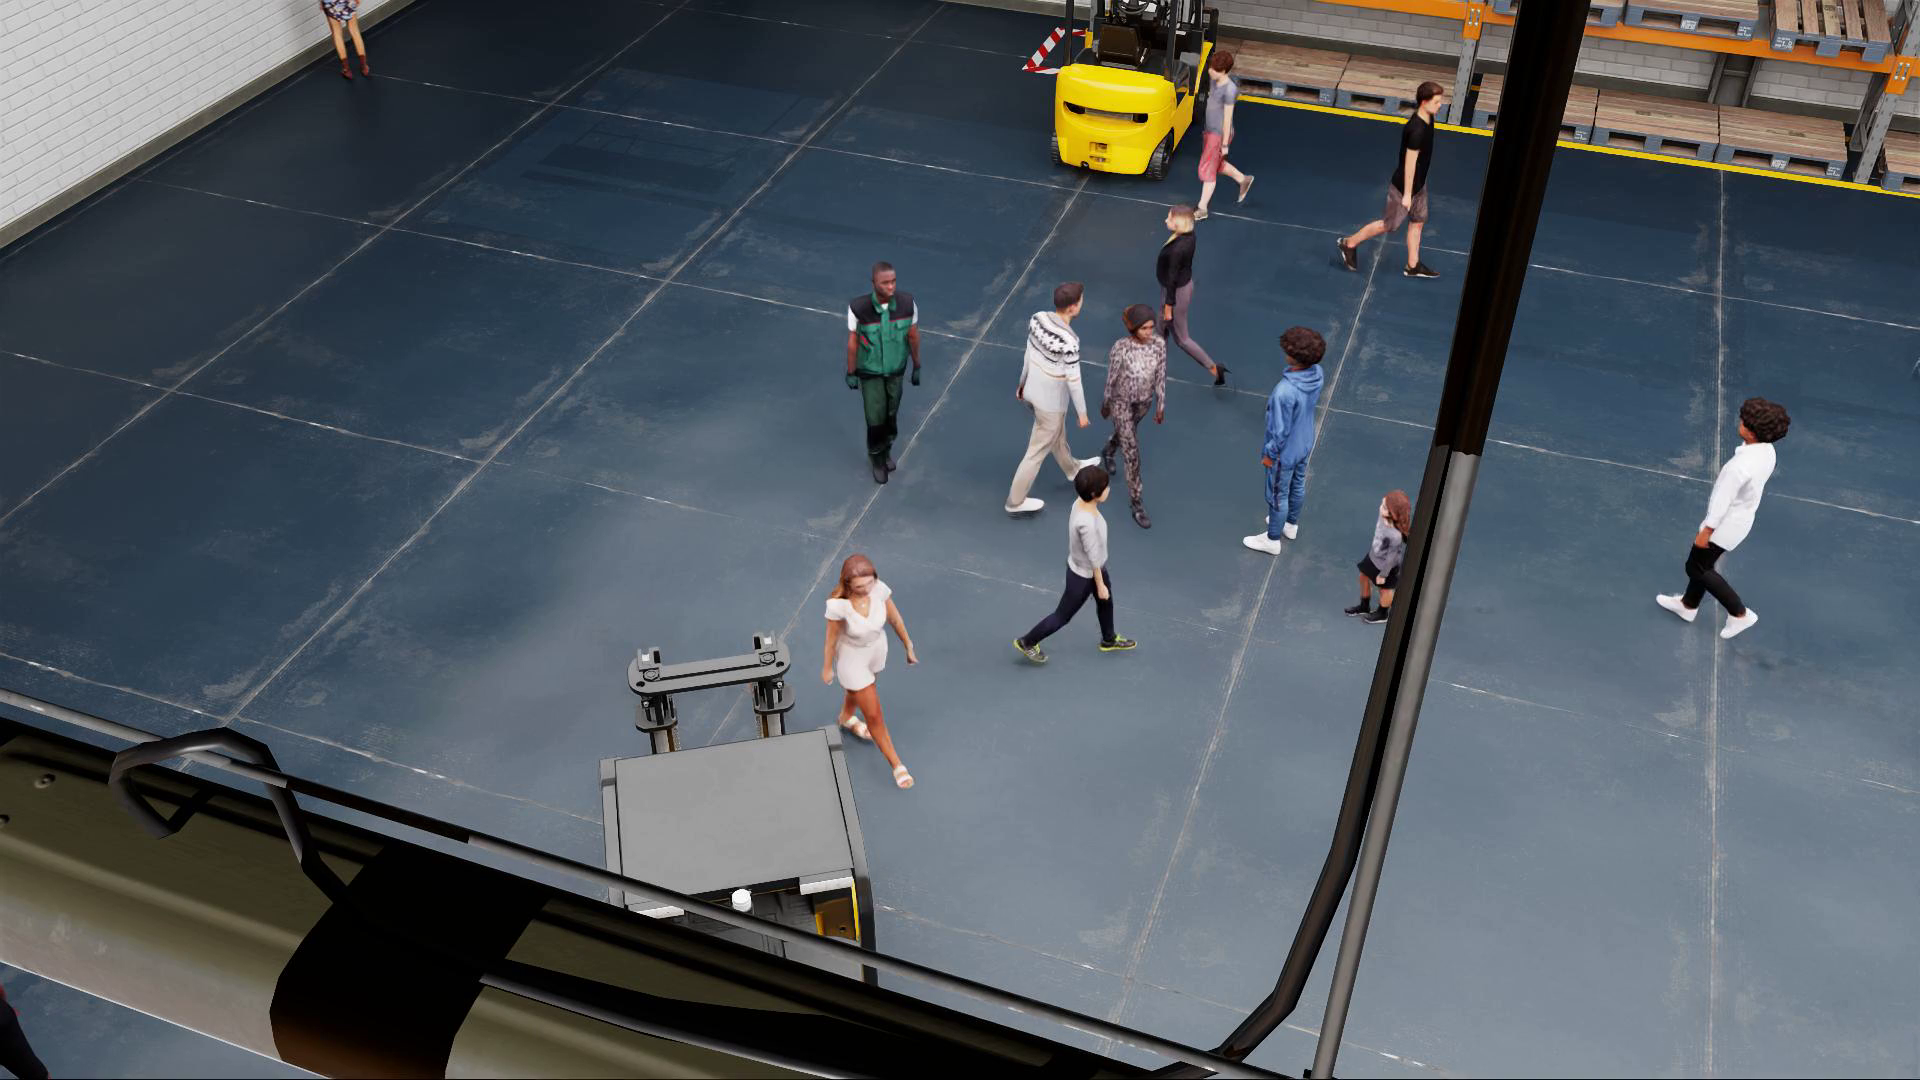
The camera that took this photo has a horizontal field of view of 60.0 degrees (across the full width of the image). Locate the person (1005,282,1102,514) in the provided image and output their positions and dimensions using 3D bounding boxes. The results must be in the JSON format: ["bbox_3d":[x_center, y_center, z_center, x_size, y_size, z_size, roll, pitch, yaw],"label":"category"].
[{"bbox_3d":[0.554,-0.983,11.954,1.235,1.808,1.192,-19,42,-22],"label":"person"}]

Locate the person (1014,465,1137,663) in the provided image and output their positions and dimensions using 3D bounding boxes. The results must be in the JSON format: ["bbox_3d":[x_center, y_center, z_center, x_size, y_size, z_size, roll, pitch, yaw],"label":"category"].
[{"bbox_3d":[0.726,0.200,10.704,1.100,1.520,0.746,3,39,3],"label":"person"}]

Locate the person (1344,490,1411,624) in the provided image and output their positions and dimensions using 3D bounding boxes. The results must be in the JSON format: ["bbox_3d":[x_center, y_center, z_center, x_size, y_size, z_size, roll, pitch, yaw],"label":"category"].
[{"bbox_3d":[2.895,0.117,11.146,0.630,1.098,0.580,-5,39,-6],"label":"person"}]

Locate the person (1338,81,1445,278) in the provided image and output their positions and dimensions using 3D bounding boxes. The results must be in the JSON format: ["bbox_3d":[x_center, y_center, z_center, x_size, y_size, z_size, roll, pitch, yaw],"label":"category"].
[{"bbox_3d":[3.865,-3.169,14.670,1.185,1.835,0.748,17,42,20],"label":"person"}]

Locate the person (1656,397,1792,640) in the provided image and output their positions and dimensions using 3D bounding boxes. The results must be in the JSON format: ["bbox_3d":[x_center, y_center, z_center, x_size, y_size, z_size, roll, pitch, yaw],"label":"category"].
[{"bbox_3d":[5.074,-0.096,10.852,1.007,1.798,0.847,31,48,33],"label":"person"}]

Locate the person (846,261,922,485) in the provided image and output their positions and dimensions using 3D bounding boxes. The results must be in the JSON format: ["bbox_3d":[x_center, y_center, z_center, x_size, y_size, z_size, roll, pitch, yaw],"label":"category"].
[{"bbox_3d":[-0.609,-1.298,12.342,0.847,1.818,0.912,-15,41,-17],"label":"person"}]

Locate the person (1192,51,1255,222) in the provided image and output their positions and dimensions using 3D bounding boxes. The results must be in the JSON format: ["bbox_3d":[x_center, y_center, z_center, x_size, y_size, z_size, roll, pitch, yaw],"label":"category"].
[{"bbox_3d":[2.497,-3.796,15.619,1.092,1.629,0.965,-11,40,-13],"label":"person"}]

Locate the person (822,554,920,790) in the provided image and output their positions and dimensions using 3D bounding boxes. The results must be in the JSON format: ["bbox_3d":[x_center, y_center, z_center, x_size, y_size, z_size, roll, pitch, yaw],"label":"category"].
[{"bbox_3d":[-0.637,0.676,10.005,1.064,1.648,1.210,-27,46,-30],"label":"person"}]

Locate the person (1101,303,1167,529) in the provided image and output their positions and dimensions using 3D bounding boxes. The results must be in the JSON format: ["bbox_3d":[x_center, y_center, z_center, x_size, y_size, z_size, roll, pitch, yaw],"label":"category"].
[{"bbox_3d":[1.225,-1.013,12.108,1.165,1.663,1.119,-10,40,-12],"label":"person"}]

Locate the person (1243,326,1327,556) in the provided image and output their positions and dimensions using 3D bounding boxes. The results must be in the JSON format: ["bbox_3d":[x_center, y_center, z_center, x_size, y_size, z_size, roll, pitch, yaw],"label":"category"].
[{"bbox_3d":[2.299,-0.696,11.598,0.697,1.804,0.742,28,46,30],"label":"person"}]

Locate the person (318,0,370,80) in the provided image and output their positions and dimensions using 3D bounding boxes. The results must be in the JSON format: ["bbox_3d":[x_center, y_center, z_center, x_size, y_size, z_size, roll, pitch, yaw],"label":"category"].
[{"bbox_3d":[-6.814,-5.923,18.200,0.654,1.734,0.698,-20,43,-24],"label":"person"}]

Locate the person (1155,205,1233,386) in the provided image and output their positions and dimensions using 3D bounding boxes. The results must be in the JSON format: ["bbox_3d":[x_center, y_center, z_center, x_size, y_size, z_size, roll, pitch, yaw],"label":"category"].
[{"bbox_3d":[1.816,-1.882,13.213,0.997,1.642,0.588,13,40,16],"label":"person"}]
